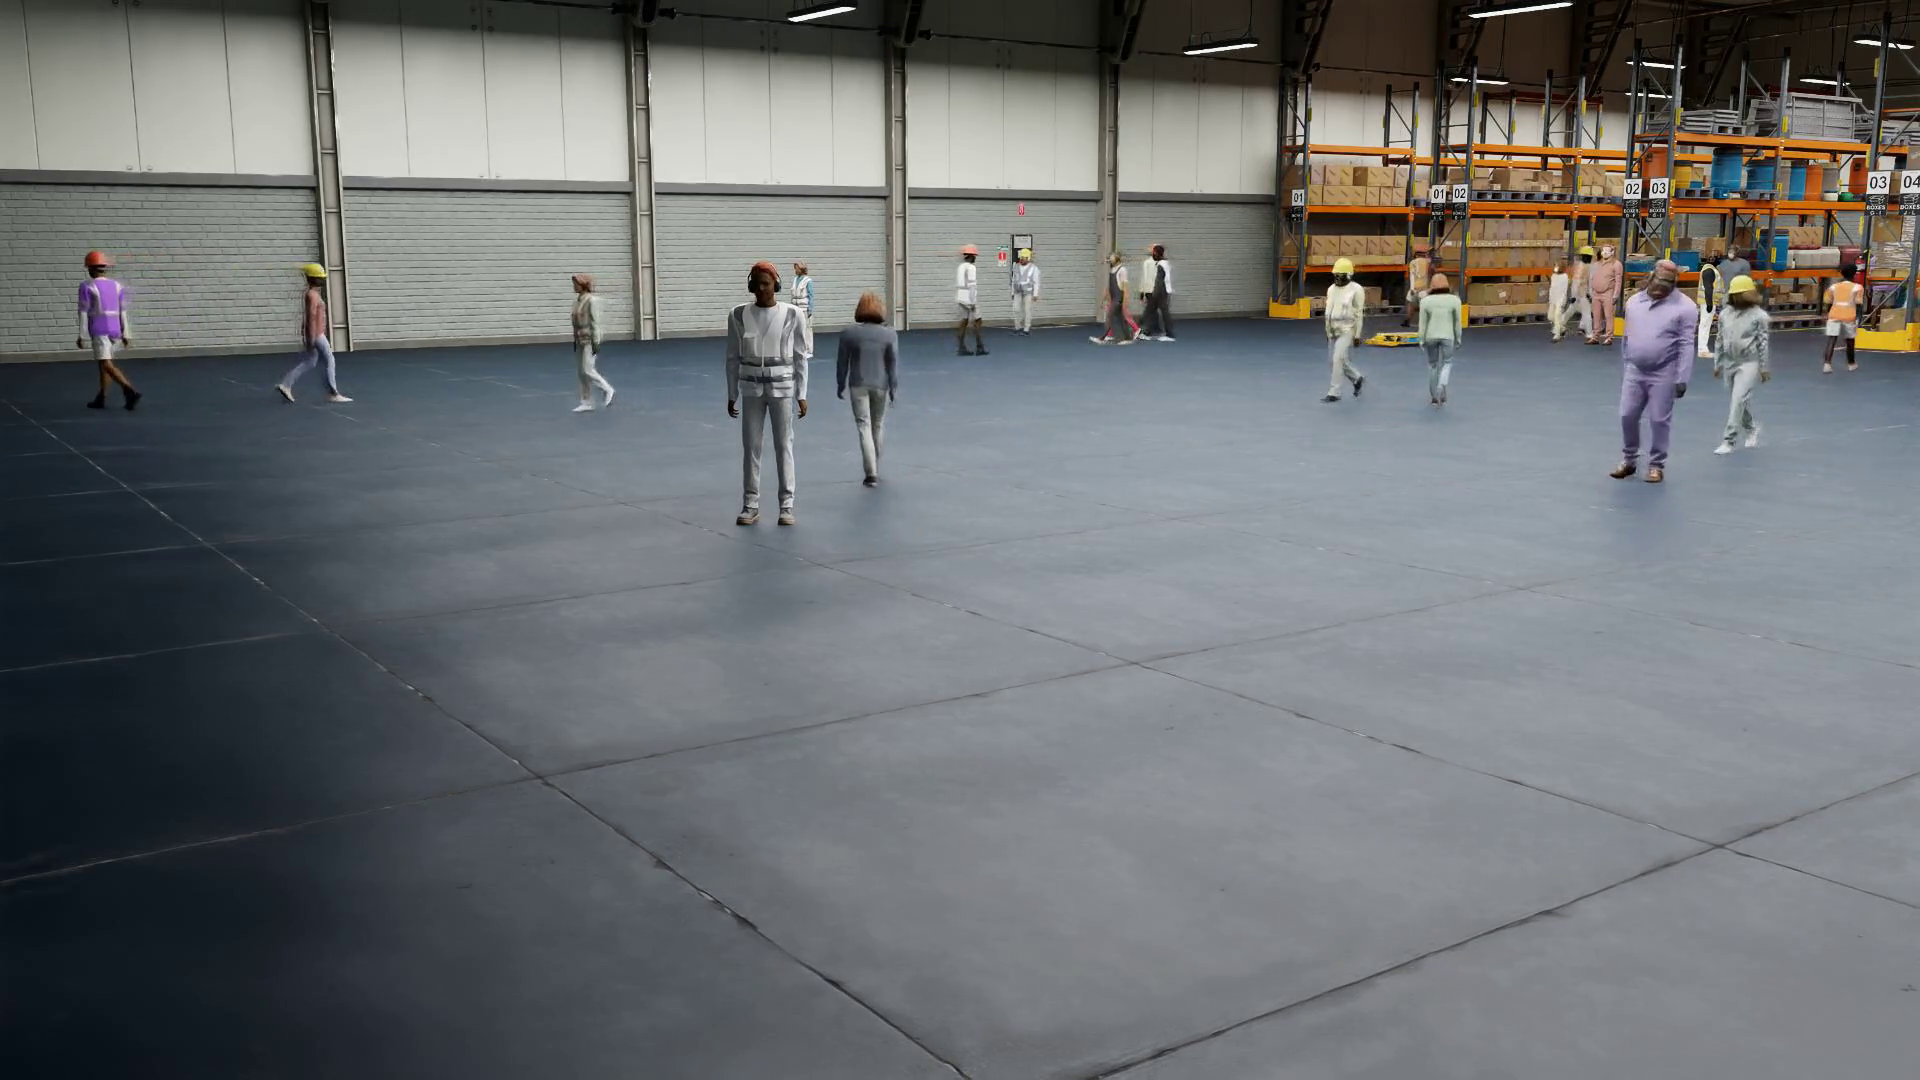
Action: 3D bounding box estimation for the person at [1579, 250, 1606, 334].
[{"bbox_3d":[13.446,-5.251,35.251,0.960,1.794,0.548,-9,14,-40],"label":"person"}]

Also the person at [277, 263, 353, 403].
[{"bbox_3d":[-8.061,-2.558,20.624,0.822,1.736,0.520,-4,11,-22],"label":"person"}]

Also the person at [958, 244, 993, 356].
[{"bbox_3d":[0.253,-4.152,28.840,0.701,1.918,0.577,-6,12,-28],"label":"person"}]

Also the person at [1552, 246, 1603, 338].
[{"bbox_3d":[12.610,-5.052,33.929,0.976,1.881,0.593,3,11,17],"label":"person"}]

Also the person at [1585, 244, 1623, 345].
[{"bbox_3d":[12.258,-4.663,31.676,0.409,1.913,0.647,-7,12,-32],"label":"person"}]

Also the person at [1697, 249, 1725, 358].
[{"bbox_3d":[12.853,-4.047,28.491,0.429,1.845,0.621,5,11,24],"label":"person"}]

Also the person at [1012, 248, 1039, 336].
[{"bbox_3d":[1.308,-5.131,34.493,0.628,1.813,0.585,5,11,24],"label":"person"}]

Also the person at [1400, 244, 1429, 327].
[{"bbox_3d":[10.451,-5.768,37.796,0.553,1.898,0.943,-5,12,-27],"label":"person"}]

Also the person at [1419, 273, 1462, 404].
[{"bbox_3d":[5.865,-2.452,20.344,0.517,1.614,0.453,3,11,18],"label":"person"}]

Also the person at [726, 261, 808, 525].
[{"bbox_3d":[-1.383,-1.044,11.908,0.586,1.883,0.340,1,10,4],"label":"person"}]

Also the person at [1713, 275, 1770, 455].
[{"bbox_3d":[7.509,-1.683,15.918,0.838,1.704,0.495,-7,13,-36],"label":"person"}]

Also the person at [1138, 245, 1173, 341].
[{"bbox_3d":[3.845,-4.876,32.905,0.879,1.885,0.624,2,10,8],"label":"person"}]

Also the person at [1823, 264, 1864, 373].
[{"bbox_3d":[13.372,-3.344,25.166,0.886,1.646,0.542,-10,14,-43],"label":"person"}]

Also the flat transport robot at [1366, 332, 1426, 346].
[{"bbox_3d":[8.489,-3.827,31.591,1.431,0.197,0.652,-5,11,-25],"label":"flat transport robot"}]

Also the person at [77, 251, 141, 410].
[{"bbox_3d":[-10.131,-2.486,19.789,0.927,1.903,0.560,4,11,23],"label":"person"}]

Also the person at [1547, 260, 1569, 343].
[{"bbox_3d":[11.639,-4.621,32.241,0.447,1.617,0.522,-3,11,-17],"label":"person"}]

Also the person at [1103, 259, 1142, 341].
[{"bbox_3d":[3.186,-4.797,32.867,0.778,1.744,0.516,-3,11,-17],"label":"person"}]

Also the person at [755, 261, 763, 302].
[{"bbox_3d":[-3.374,-3.970,28.624,0.309,1.641,0.511,-3,11,-17],"label":"person"}]

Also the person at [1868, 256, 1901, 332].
[{"bbox_3d":[18.697,-5.083,33.616,0.615,2.040,0.391,8,13,38],"label":"person"}]

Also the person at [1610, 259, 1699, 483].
[{"bbox_3d":[5.815,-1.399,13.894,0.502,1.870,0.668,-9,14,-41],"label":"person"}]

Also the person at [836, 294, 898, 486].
[{"bbox_3d":[-0.777,-1.270,14.000,0.503,1.574,0.897,-3,11,-14],"label":"person"}]

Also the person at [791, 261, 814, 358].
[{"bbox_3d":[-2.673,-3.897,28.218,0.514,1.641,0.315,10,14,44],"label":"person"}]

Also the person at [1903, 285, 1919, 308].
[{"bbox_3d":[21.976,-5.785,38.169,0.987,1.796,0.640,-7,12,-33],"label":"person"}]

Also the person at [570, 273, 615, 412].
[{"bbox_3d":[-4.365,-2.314,19.558,0.418,1.629,0.534,-9,14,-40],"label":"person"}]

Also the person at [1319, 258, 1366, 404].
[{"bbox_3d":[4.803,-2.603,20.677,0.727,1.806,0.588,-6,12,-30],"label":"person"}]

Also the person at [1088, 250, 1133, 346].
[{"bbox_3d":[2.875,-4.547,31.358,0.985,1.790,0.519,-3,11,-17],"label":"person"}]

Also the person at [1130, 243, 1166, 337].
[{"bbox_3d":[3.878,-5.085,33.946,0.970,1.941,0.650,-5,11,-26],"label":"person"}]

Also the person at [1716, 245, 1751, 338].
[{"bbox_3d":[14.819,-4.731,32.082,0.965,1.893,0.672,-7,12,-34],"label":"person"}]

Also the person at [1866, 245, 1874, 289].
[{"bbox_3d":[23.470,-6.762,43.262,1.017,1.904,0.637,-4,11,-22],"label":"person"}]
